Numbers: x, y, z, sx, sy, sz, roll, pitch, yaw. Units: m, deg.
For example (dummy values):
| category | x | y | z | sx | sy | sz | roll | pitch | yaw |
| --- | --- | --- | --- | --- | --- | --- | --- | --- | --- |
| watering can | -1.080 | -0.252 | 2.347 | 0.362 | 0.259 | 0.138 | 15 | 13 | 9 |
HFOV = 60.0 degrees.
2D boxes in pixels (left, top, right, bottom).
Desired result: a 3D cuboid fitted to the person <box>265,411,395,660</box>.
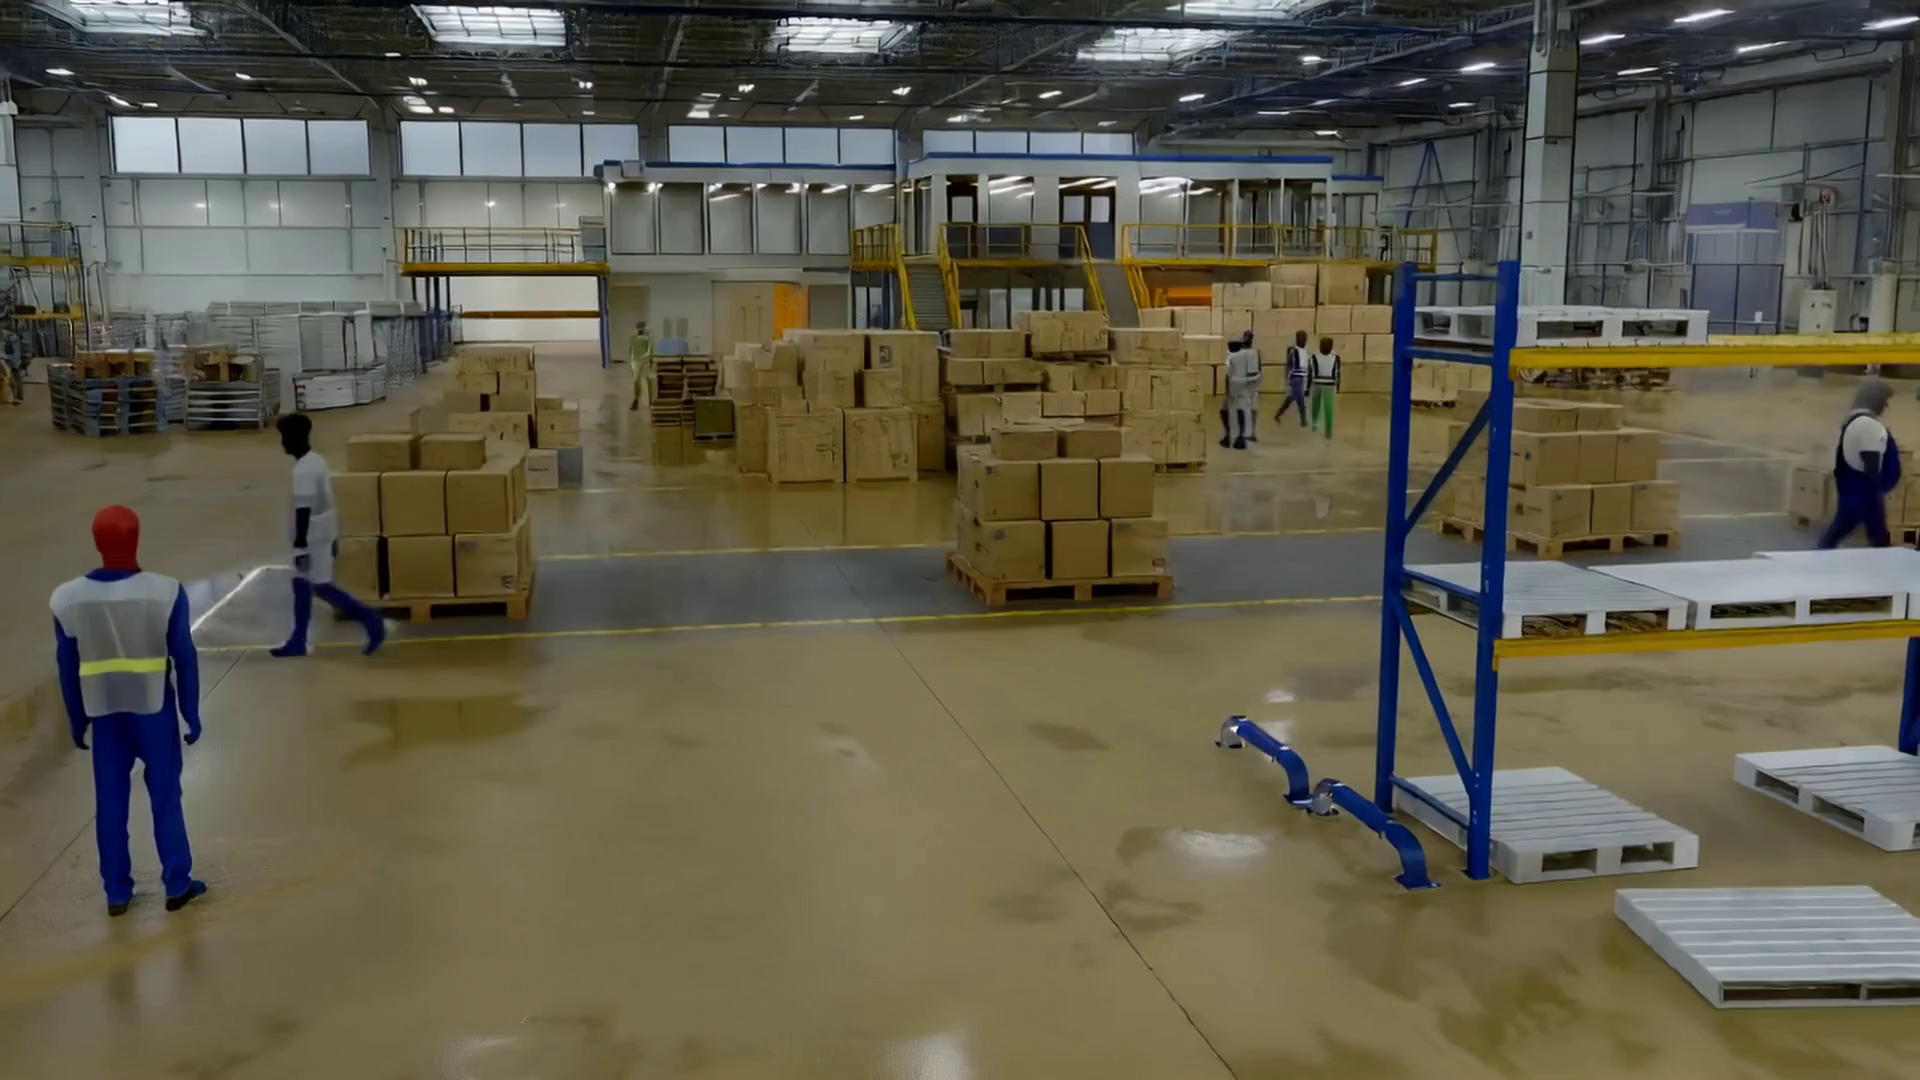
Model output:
| category | x | y | z | sx | sy | sz | roll | pitch | yaw |
| --- | --- | --- | --- | --- | --- | --- | --- | --- | --- |
| person | -4.850 | -0.026 | 12.687 | 0.897 | 1.929 | 0.636 | -2 | 10 | -13 |

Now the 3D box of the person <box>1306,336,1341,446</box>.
| category | x | y | z | sx | sy | sz | roll | pitch | yaw |
| --- | --- | --- | --- | --- | --- | --- | --- | --- | --- |
| person | 6.159 | -2.543 | 28.287 | 0.576 | 1.849 | 0.923 | 1 | 9 | 5 |

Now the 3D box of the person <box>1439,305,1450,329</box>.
| category | x | y | z | sx | sy | sz | roll | pitch | yaw |
| --- | --- | --- | --- | --- | --- | --- | --- | --- | --- |
| person | 14.948 | -6.289 | 51.108 | 0.505 | 1.845 | 0.346 | 4 | 10 | 25 |

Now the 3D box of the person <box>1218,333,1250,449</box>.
| category | x | y | z | sx | sy | sz | roll | pitch | yaw |
| --- | --- | --- | --- | --- | --- | --- | --- | --- | --- |
| person | 4.540 | -2.465 | 27.595 | 0.562 | 1.917 | 0.607 | -6 | 11 | -30 |

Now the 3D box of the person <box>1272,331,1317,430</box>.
| category | x | y | z | sx | sy | sz | roll | pitch | yaw |
| --- | --- | --- | --- | --- | --- | --- | --- | --- | --- |
| person | 6.212 | -2.967 | 30.913 | 0.993 | 1.840 | 0.584 | 8 | 12 | 41 |

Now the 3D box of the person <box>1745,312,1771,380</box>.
| category | x | y | z | sx | sy | sz | roll | pitch | yaw |
| --- | --- | --- | --- | --- | --- | --- | --- | --- | --- |
| person | 21.134 | -5.126 | 44.104 | 0.640 | 1.819 | 0.752 | 5 | 11 | 28 |

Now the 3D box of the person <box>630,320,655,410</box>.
| category | x | y | z | sx | sy | sz | roll | pitch | yaw |
| --- | --- | --- | --- | --- | --- | --- | --- | --- | --- |
| person | -6.737 | -3.710 | 35.275 | 0.561 | 1.884 | 0.980 | 1 | 9 | 5 |

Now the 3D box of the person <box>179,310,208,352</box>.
| category | x | y | z | sx | sy | sz | roll | pitch | yaw |
| --- | --- | --- | --- | --- | --- | --- | --- | --- | --- |
| person | -18.601 | -4.568 | 40.236 | 0.663 | 1.960 | 0.857 | 0 | 9 | 2 |

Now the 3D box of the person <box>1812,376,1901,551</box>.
| category | x | y | z | sx | sy | sz | roll | pitch | yaw |
| --- | --- | --- | --- | --- | --- | --- | --- | --- | --- |
| person | 8.558 | -0.582 | 15.727 | 1.044 | 2.000 | 0.693 | 3 | 10 | 20 |

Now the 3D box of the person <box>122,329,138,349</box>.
| category | x | y | z | sx | sy | sz | roll | pitch | yaw |
| --- | --- | --- | --- | --- | --- | --- | --- | --- | --- |
| person | -17.009 | -3.458 | 34.161 | 0.295 | 1.743 | 0.493 | -7 | 12 | -37 |

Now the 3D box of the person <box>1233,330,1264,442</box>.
| category | x | y | z | sx | sy | sz | roll | pitch | yaw |
| --- | --- | --- | --- | --- | --- | --- | --- | --- | --- |
| person | 4.922 | -2.626 | 28.516 | 0.601 | 1.940 | 0.415 | -4 | 10 | -24 |

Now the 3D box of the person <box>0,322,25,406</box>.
| category | x | y | z | sx | sy | sz | roll | pitch | yaw |
| --- | --- | --- | --- | --- | --- | --- | --- | --- | --- |
| person | -20.573 | -3.808 | 36.063 | 0.595 | 1.824 | 0.404 | 6 | 11 | 33 |

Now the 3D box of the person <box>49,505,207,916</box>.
| category | x | y | z | sx | sy | sz | roll | pitch | yaw |
| --- | --- | --- | --- | --- | --- | --- | --- | --- | --- |
| person | -3.834 | 0.795 | 7.700 | 0.593 | 1.920 | 0.391 | -2 | 10 | -12 |
